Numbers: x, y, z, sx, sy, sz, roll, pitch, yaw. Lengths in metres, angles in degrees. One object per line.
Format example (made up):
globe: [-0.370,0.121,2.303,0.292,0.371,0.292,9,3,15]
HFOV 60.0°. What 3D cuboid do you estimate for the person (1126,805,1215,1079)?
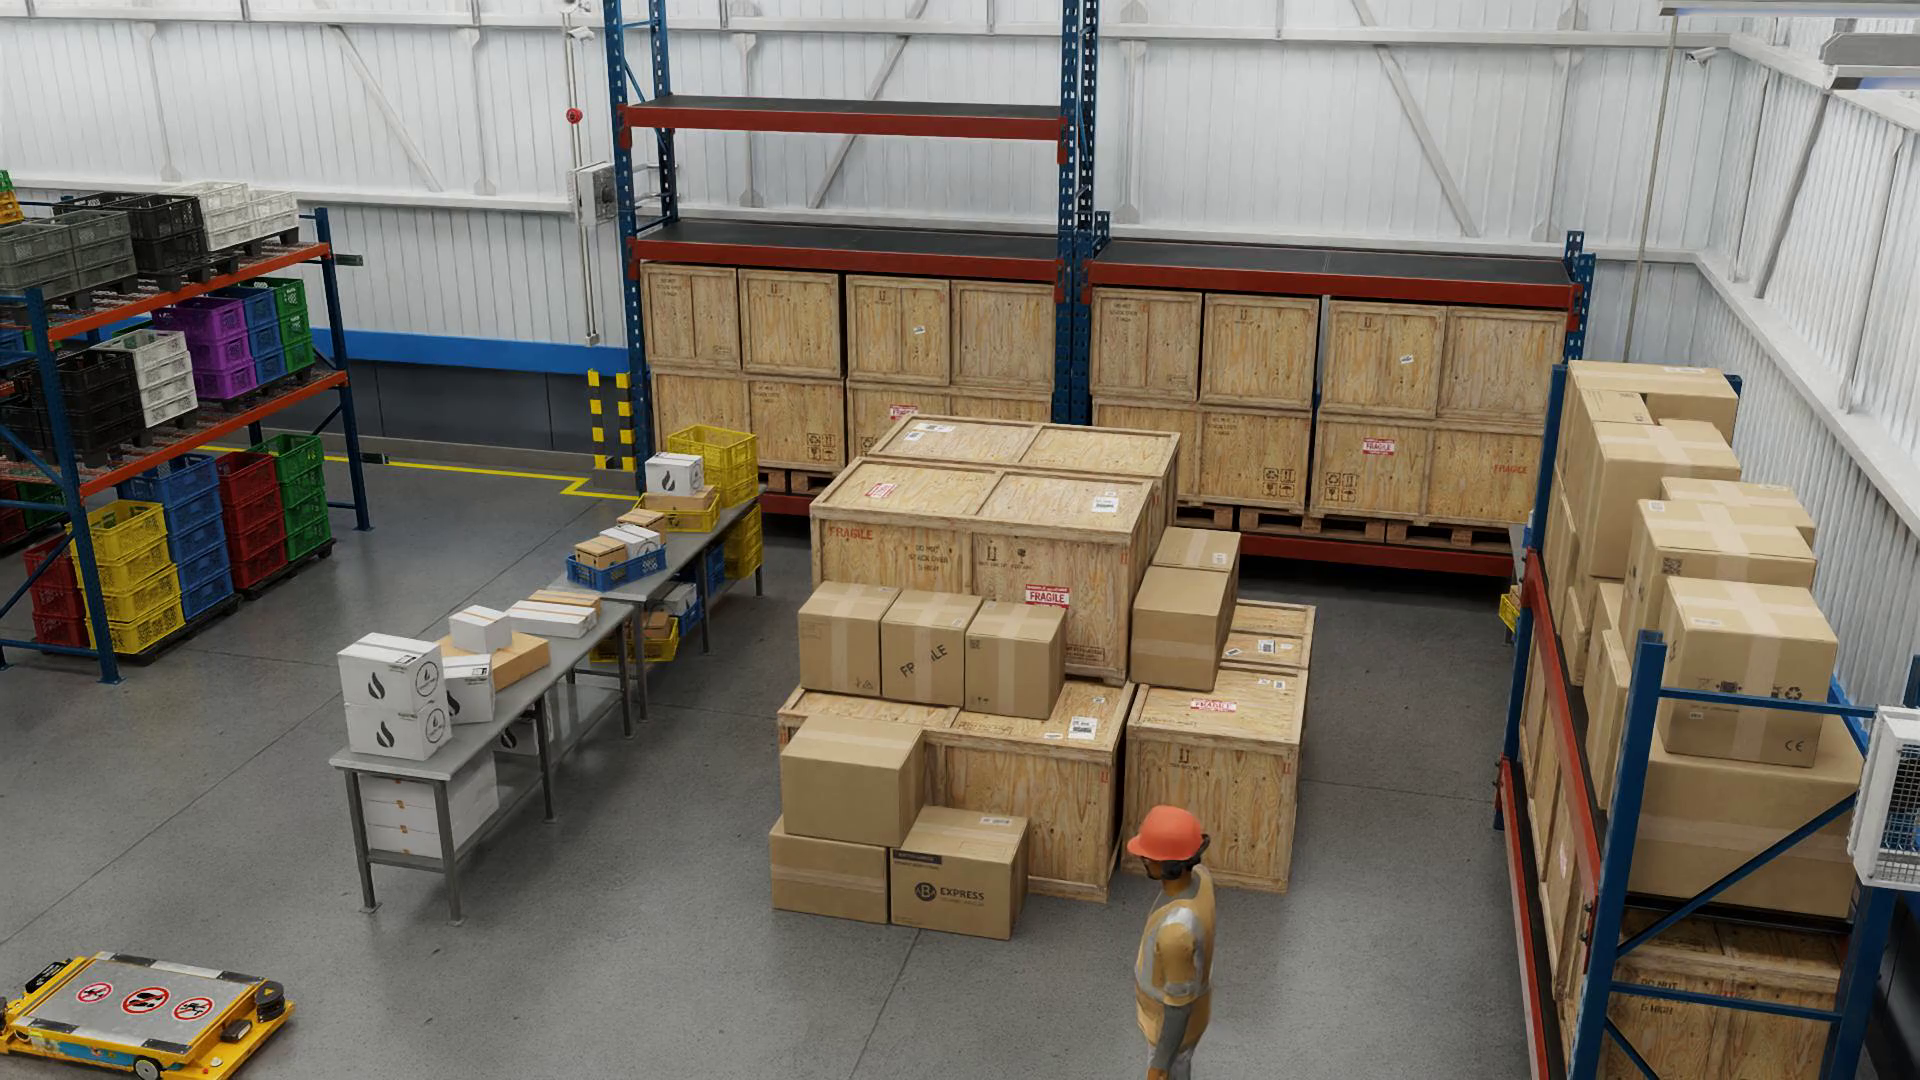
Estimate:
person: [0.881,2.057,7.184,0.388,2.039,0.614,5,21,13]

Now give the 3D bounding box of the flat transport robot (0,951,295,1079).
flat transport robot: [-4.270,2.464,8.601,1.431,0.231,0.659,5,22,13]
